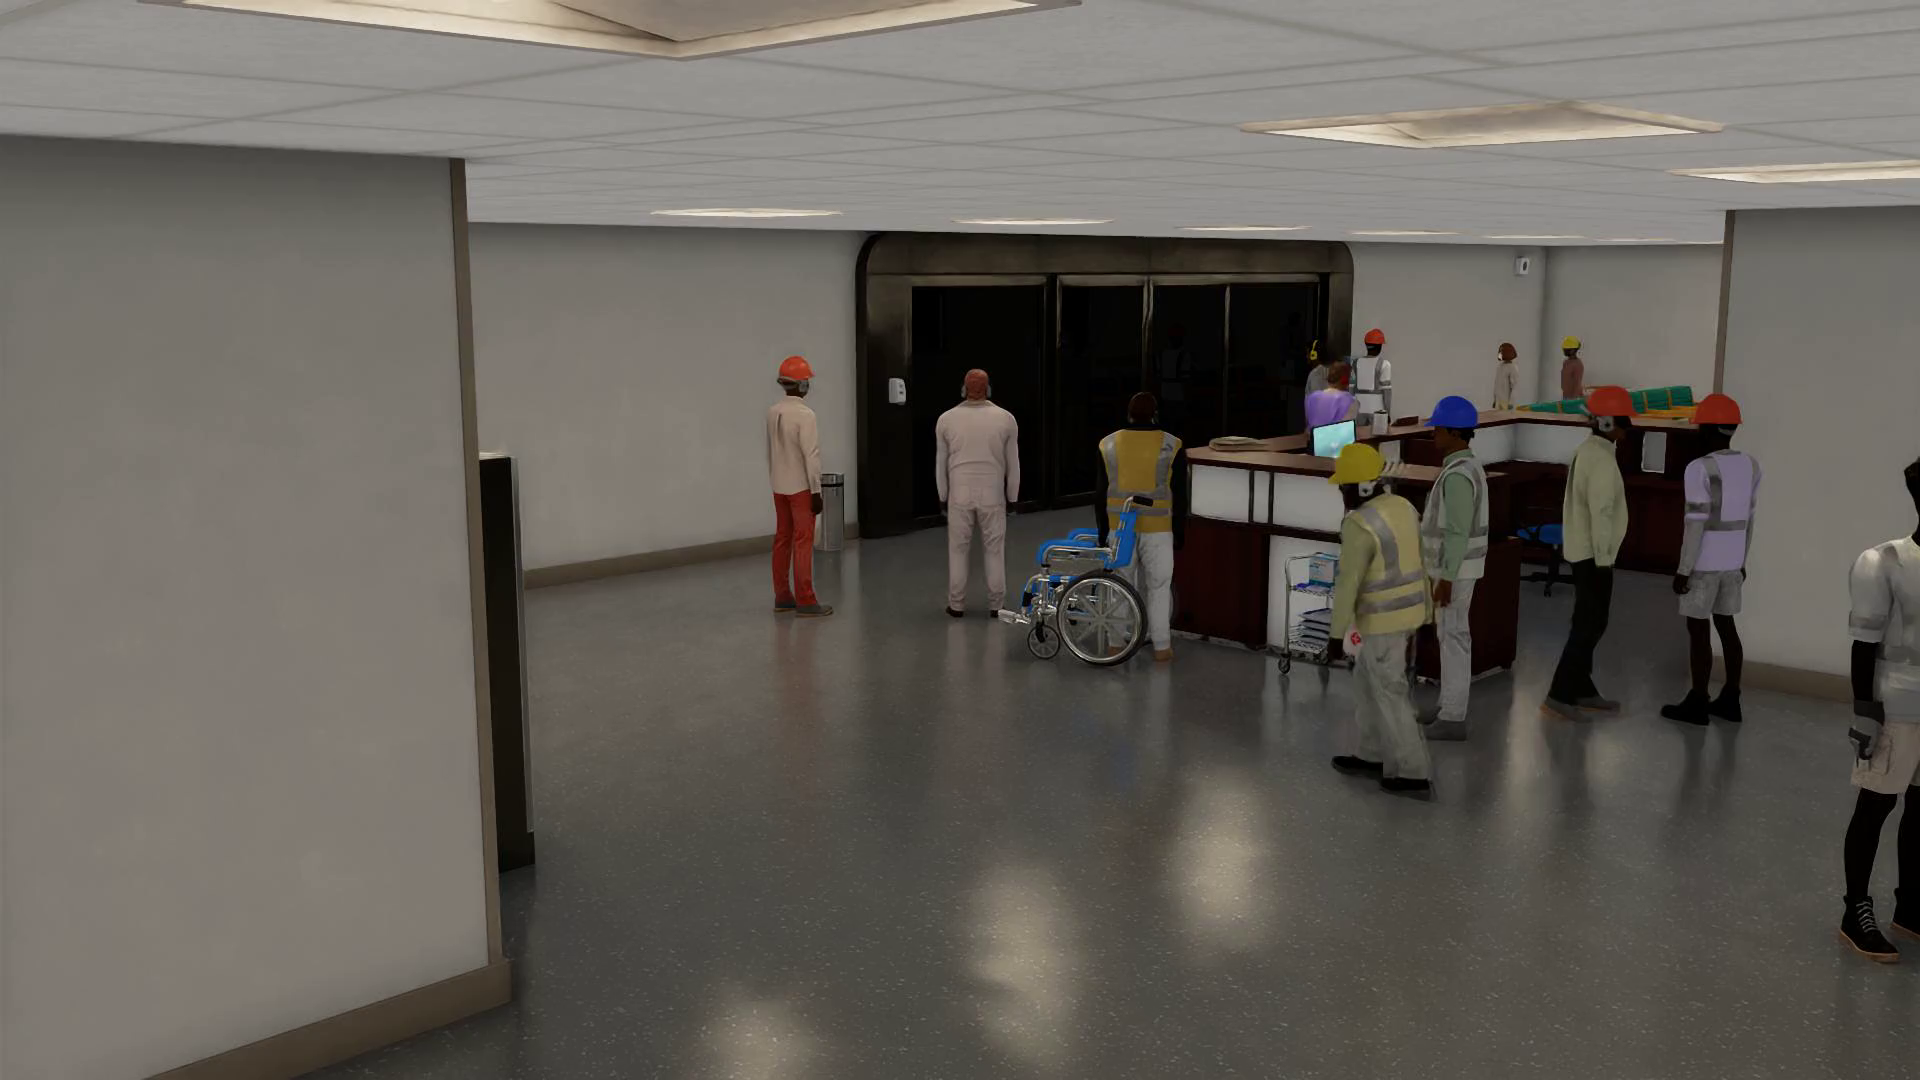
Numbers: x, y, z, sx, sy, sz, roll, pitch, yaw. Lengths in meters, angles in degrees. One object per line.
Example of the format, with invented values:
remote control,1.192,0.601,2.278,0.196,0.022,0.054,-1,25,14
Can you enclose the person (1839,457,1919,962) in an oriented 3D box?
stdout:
person,3.697,0.638,6.420,0.606,1.966,0.367,-3,10,-15

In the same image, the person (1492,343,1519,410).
person,7.583,-1.927,23.175,0.285,1.633,0.497,-2,9,-13

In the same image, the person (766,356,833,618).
person,-1.247,-0.404,12.716,0.375,1.997,0.612,-8,12,-40

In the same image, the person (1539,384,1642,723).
person,3.741,0.079,9.798,0.414,1.998,0.626,2,9,10

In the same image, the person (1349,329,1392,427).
person,4.964,-1.573,20.072,0.551,1.937,0.357,8,12,42

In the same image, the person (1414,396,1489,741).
person,2.778,0.160,9.409,0.386,1.948,0.605,3,10,17

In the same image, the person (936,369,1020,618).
person,0.137,-0.355,12.723,0.644,1.900,0.399,0,9,2

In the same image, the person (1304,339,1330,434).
person,3.983,-1.312,18.680,0.312,1.869,0.537,5,10,28

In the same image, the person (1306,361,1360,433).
person,3.505,-0.749,15.443,0.573,1.802,0.901,9,13,43

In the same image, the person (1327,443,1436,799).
person,2.114,0.401,8.415,0.725,1.784,0.612,7,12,38

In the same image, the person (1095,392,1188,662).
person,1.231,-0.086,11.286,0.632,1.836,0.429,3,10,17

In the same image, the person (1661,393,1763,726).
person,4.383,0.113,9.730,0.552,1.935,0.372,-5,10,-26
